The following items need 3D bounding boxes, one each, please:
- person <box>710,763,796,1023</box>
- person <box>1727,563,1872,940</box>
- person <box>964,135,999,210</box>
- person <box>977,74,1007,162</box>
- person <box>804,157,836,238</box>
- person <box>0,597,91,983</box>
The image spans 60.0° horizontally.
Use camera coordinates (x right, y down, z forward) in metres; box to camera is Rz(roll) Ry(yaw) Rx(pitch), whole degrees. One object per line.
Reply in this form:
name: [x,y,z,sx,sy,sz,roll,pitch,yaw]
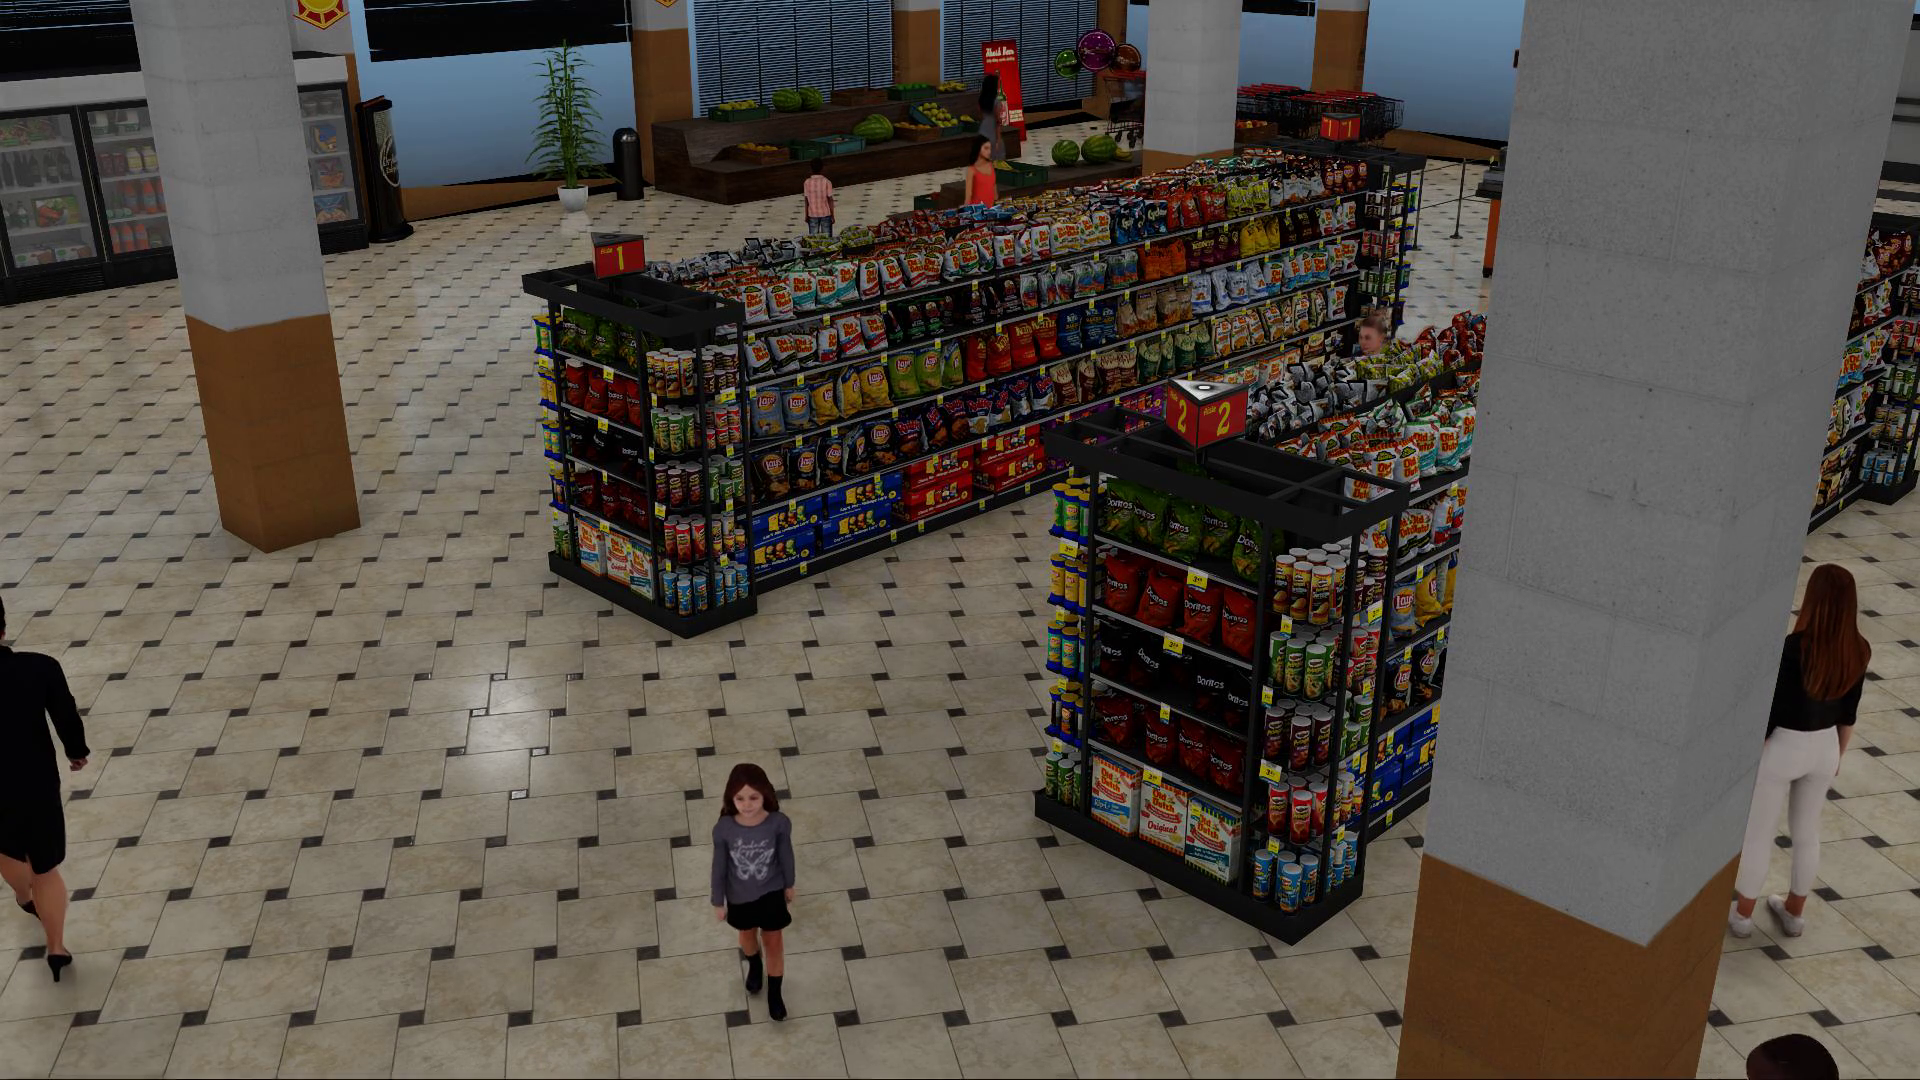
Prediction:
person: [-0.831,1.364,6.742,0.679,1.091,0.723,-3,22,-7]
person: [3.554,0.913,7.051,0.654,1.698,0.732,-2,22,-6]
person: [0.156,-3.525,18.135,0.829,1.669,1.133,14,26,30]
person: [0.345,-5.444,22.795,0.672,1.754,1.009,15,27,33]
person: [-1.627,-3.769,19.228,0.589,1.306,0.642,2,22,4]
person: [-3.848,1.058,6.765,1.006,1.641,0.947,-11,25,-26]
